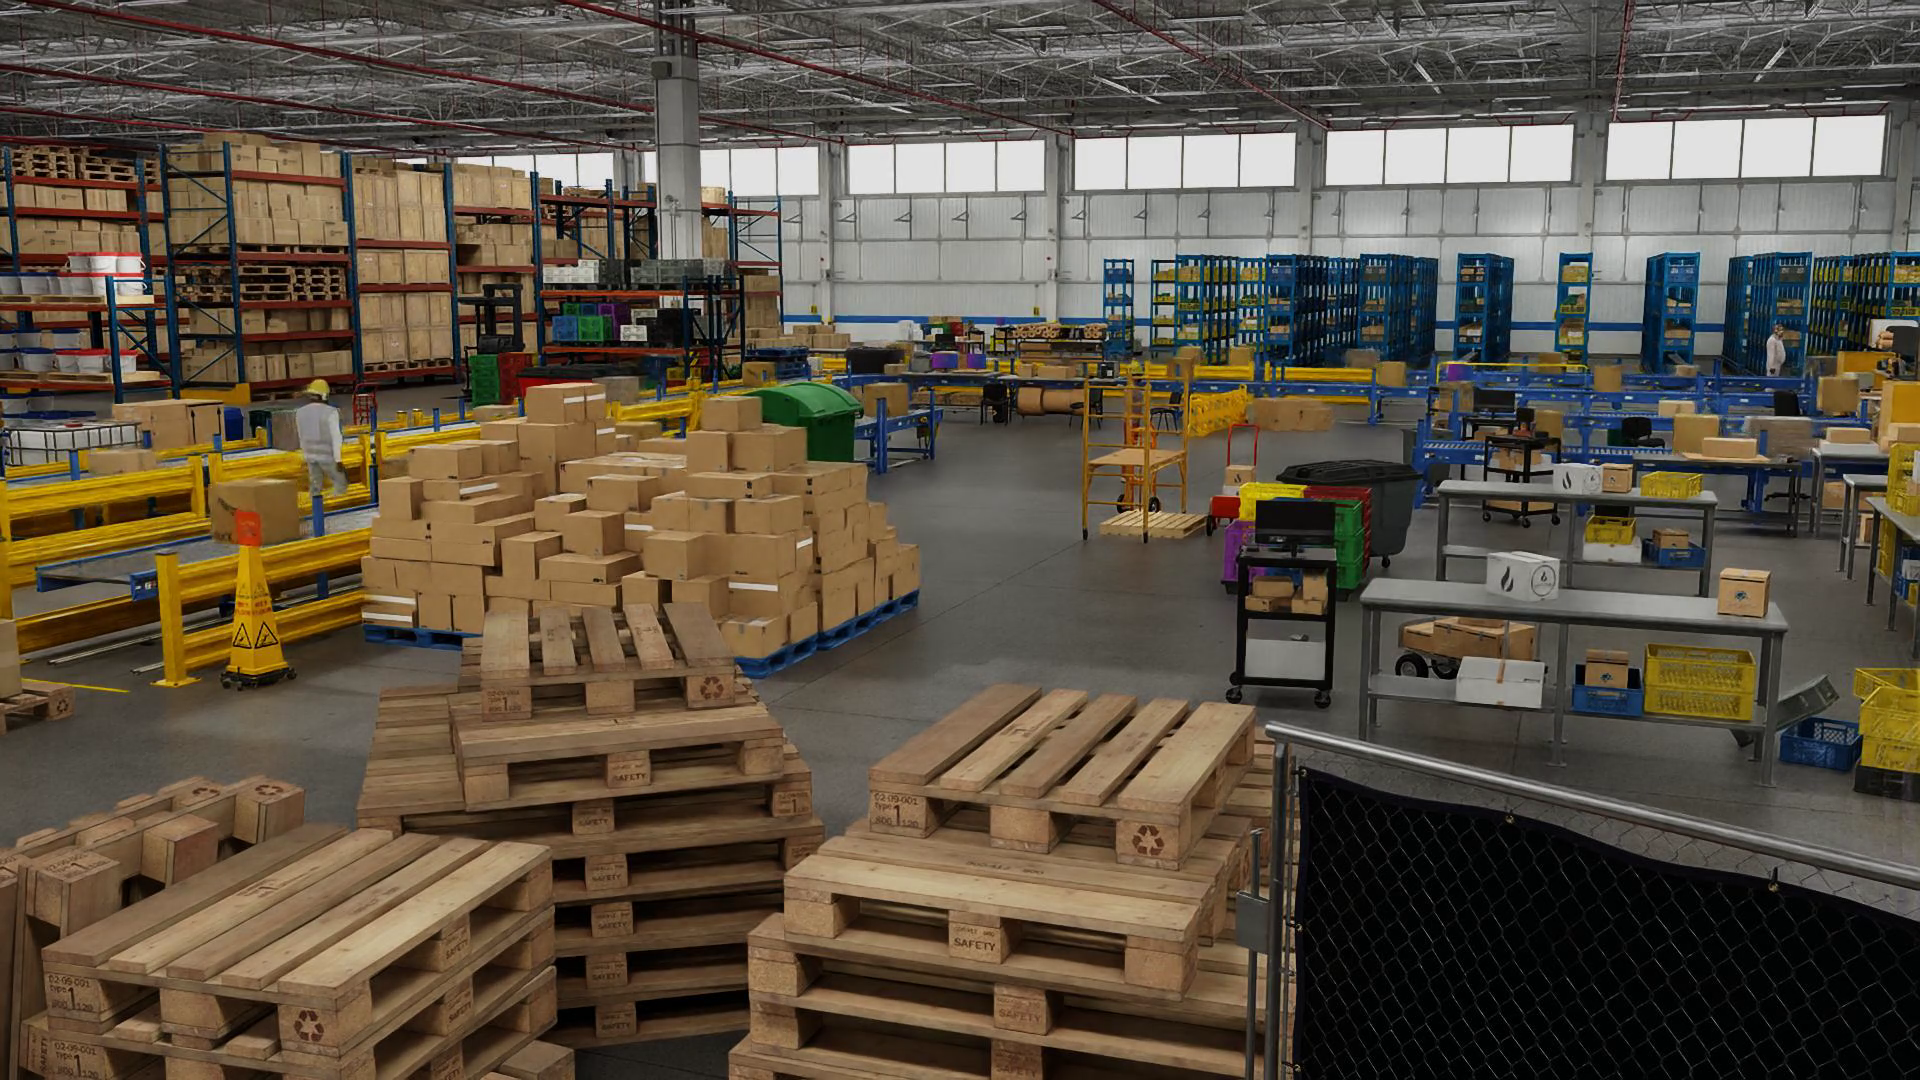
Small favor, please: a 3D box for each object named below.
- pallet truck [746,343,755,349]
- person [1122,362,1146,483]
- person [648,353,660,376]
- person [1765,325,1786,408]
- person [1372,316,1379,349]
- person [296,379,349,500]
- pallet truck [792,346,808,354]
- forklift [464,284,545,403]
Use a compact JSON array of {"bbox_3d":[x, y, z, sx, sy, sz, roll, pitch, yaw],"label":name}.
[{"bbox_3d":[-6.183,-4.618,44.264,1.601,1.201,0.680,-9,12,-43],"label":"pallet truck"},{"bbox_3d":[2.548,-1.711,24.323,0.321,1.767,0.533,3,10,20],"label":"person"},{"bbox_3d":[-8.320,-5.122,45.262,0.830,1.919,0.632,-9,13,-44],"label":"person"},{"bbox_3d":[18.714,-3.986,38.165,0.408,1.908,0.641,6,11,34],"label":"person"},{"bbox_3d":[13.107,-6.336,52.643,0.395,1.994,0.612,3,10,21],"label":"person"},{"bbox_3d":[-7.494,-0.992,19.635,0.625,1.814,0.513,3,10,18],"label":"person"},{"bbox_3d":[-3.705,-4.298,42.022,0.653,1.274,1.630,3,10,20],"label":"pallet truck"},{"bbox_3d":[-10.832,-4.702,39.610,1.129,2.768,1.873,3,10,20],"label":"forklift"}]
